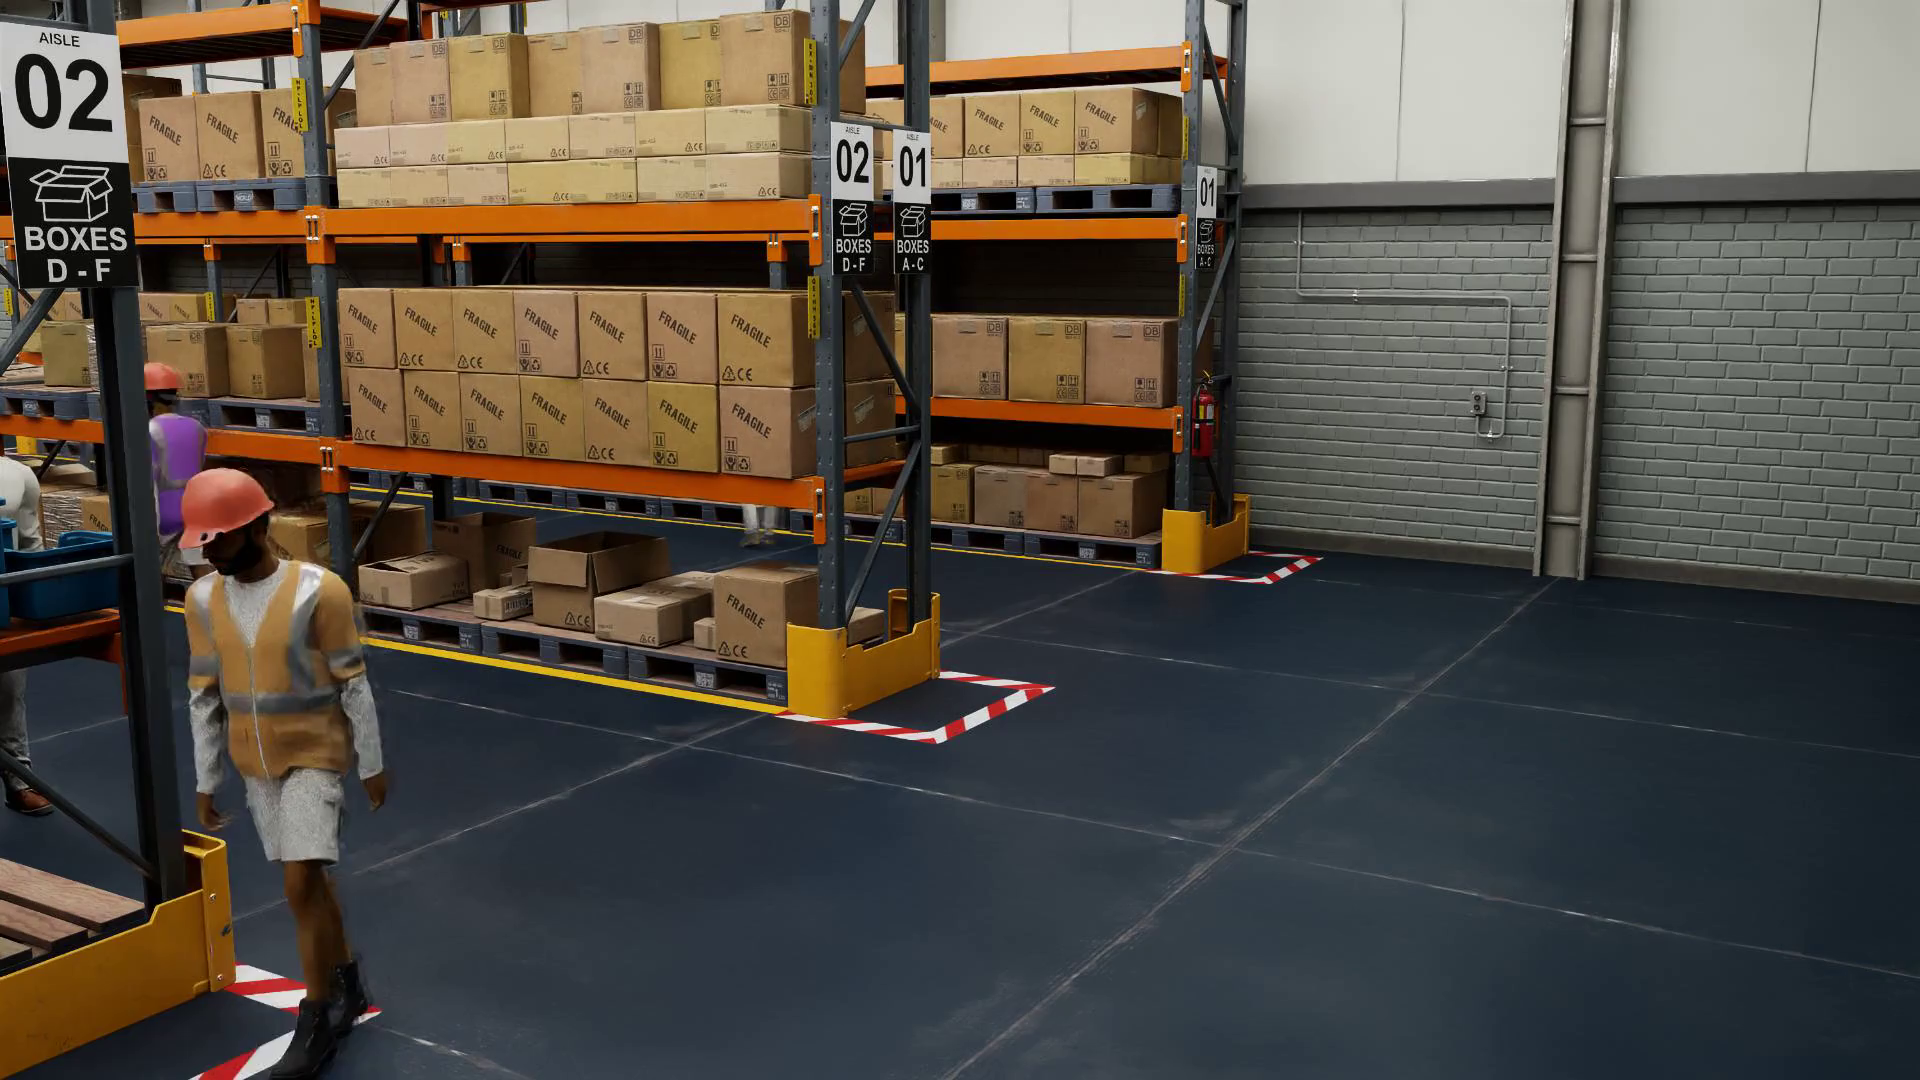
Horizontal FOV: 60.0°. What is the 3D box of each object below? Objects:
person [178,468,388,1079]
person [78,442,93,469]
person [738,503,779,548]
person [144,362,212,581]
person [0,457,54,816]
[{"bbox_3d":[-2.144,0.720,5.170,0.587,1.886,0.777,2,10,12],"label":"person"},{"bbox_3d":[-8.963,-1.285,17.371,0.837,1.734,0.532,5,11,29],"label":"person"},{"bbox_3d":[-1.765,-0.872,14.515,0.598,1.882,0.385,-5,11,-26],"label":"person"},{"bbox_3d":[-4.906,-0.156,10.325,1.011,1.880,0.569,4,10,22],"label":"person"},{"bbox_3d":[-4.368,0.316,7.396,0.373,1.937,0.629,7,12,37],"label":"person"}]
